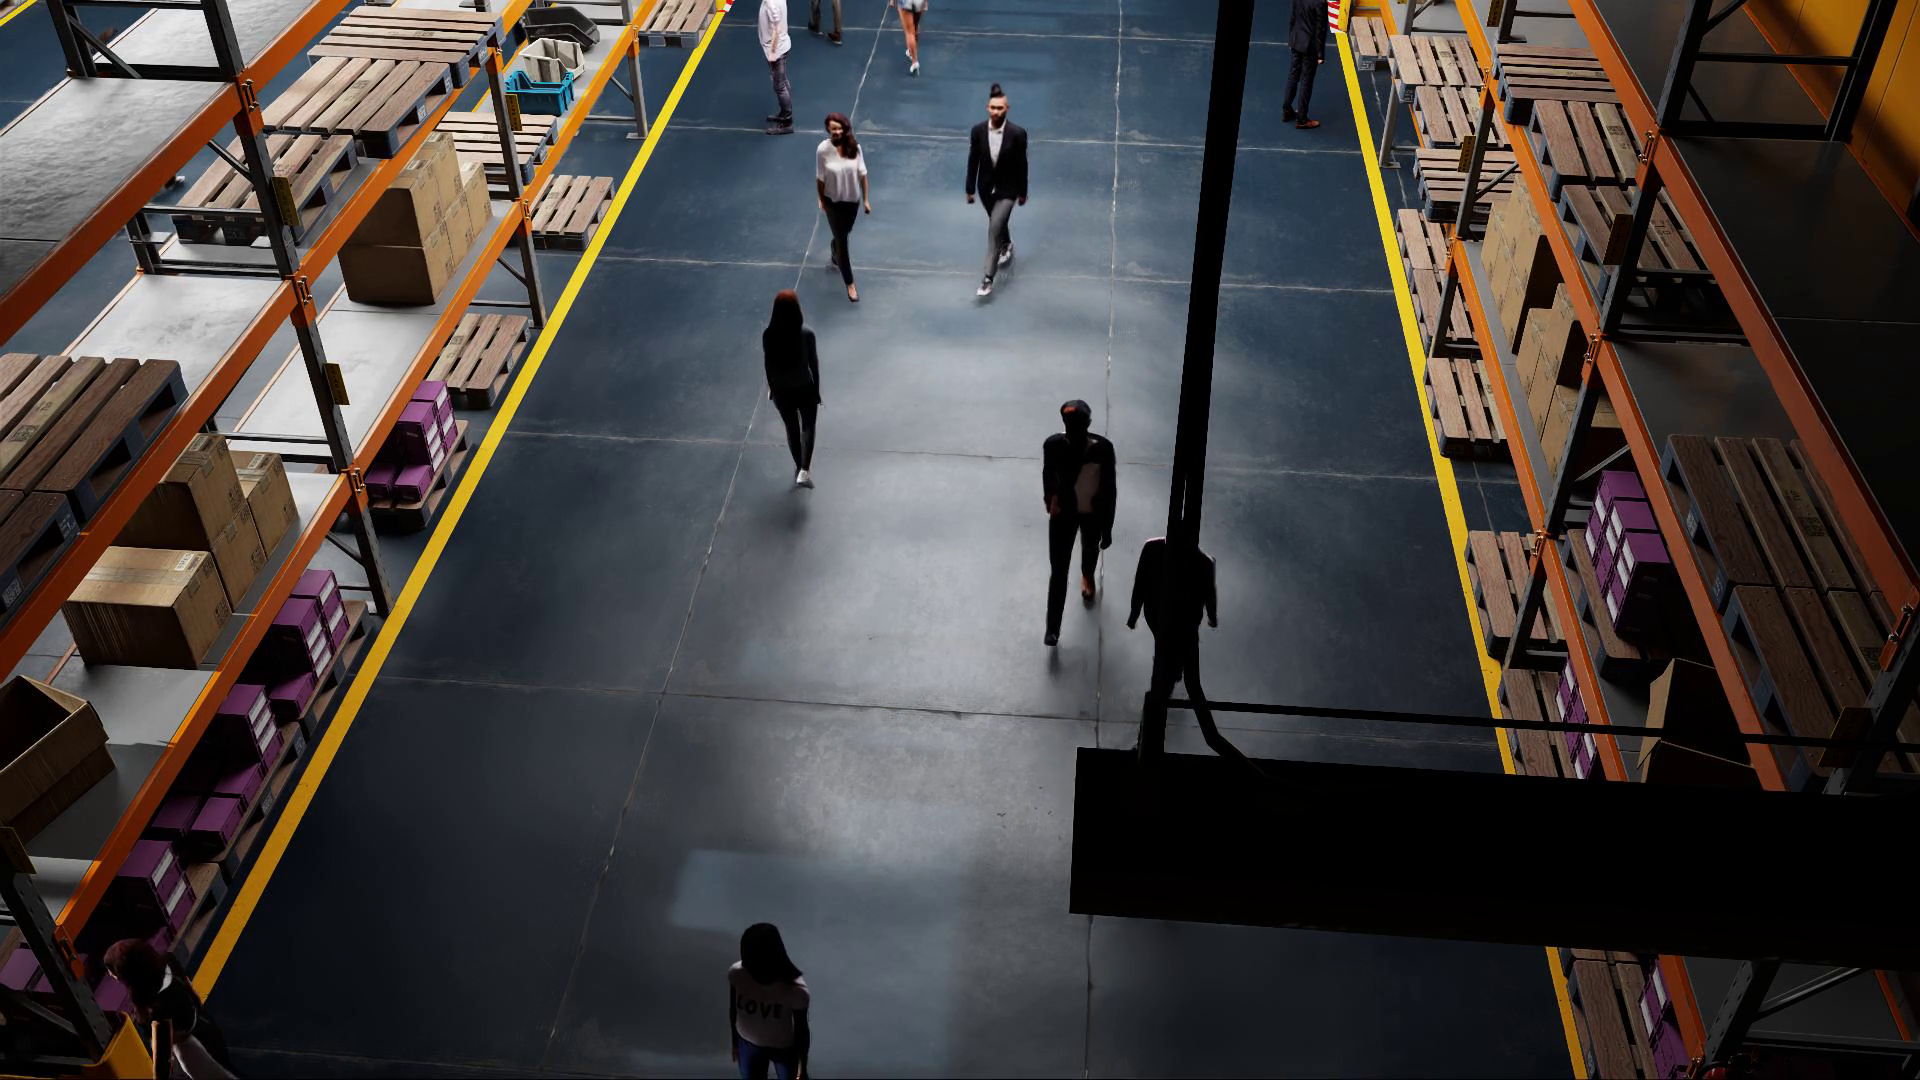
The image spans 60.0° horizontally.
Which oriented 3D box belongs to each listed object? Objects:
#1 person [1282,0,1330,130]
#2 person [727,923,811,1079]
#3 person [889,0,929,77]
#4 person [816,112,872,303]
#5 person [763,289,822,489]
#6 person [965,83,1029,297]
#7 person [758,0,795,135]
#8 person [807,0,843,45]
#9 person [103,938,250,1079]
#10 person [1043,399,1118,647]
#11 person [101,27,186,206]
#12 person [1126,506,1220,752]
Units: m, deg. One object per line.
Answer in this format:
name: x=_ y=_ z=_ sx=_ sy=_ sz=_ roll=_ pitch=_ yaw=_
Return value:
person: x=3.781 y=-5.406 z=18.153 sx=0.832 sy=1.798 sz=0.720 roll=-20 pitch=43 yaw=-23
person: x=-0.907 y=2.505 z=8.267 sx=0.638 sy=1.774 sz=0.629 roll=11 pitch=40 yaw=14
person: x=-0.547 y=-6.178 z=19.280 sx=0.781 sy=1.599 sz=0.938 roll=-14 pitch=41 yaw=-17
person: x=-1.118 y=-3.151 z=15.367 sx=0.989 sy=1.751 sz=1.226 roll=-16 pitch=41 yaw=-19
person: x=-1.283 y=-1.093 z=12.804 sx=0.622 sy=1.734 sz=0.832 roll=-1 pitch=39 yaw=-1
person: x=0.375 y=-3.321 z=15.459 sx=0.969 sy=1.904 sz=1.343 roll=13 pitch=40 yaw=16
person: x=-1.989 y=-5.333 z=18.036 sx=0.734 sy=1.831 sz=0.534 roll=-1 pitch=39 yaw=-1
person: x=-1.557 y=-6.844 z=19.969 sx=0.960 sy=1.779 sz=1.052 roll=-20 pitch=43 yaw=-24
person: x=-3.679 y=2.520 z=8.255 sx=0.971 sy=1.765 sz=0.995 roll=-20 pitch=43 yaw=-23
person: x=0.857 y=-0.234 z=11.652 sx=0.753 sy=1.830 sz=1.222 roll=5 pitch=39 yaw=7
person: x=-8.258 y=-4.182 z=16.630 sx=0.770 sy=1.787 sz=1.138 roll=9 pitch=40 yaw=12
person: x=1.303 y=0.626 z=10.624 sx=1.082 sy=1.770 sz=1.356 roll=22 pitch=44 yaw=25
